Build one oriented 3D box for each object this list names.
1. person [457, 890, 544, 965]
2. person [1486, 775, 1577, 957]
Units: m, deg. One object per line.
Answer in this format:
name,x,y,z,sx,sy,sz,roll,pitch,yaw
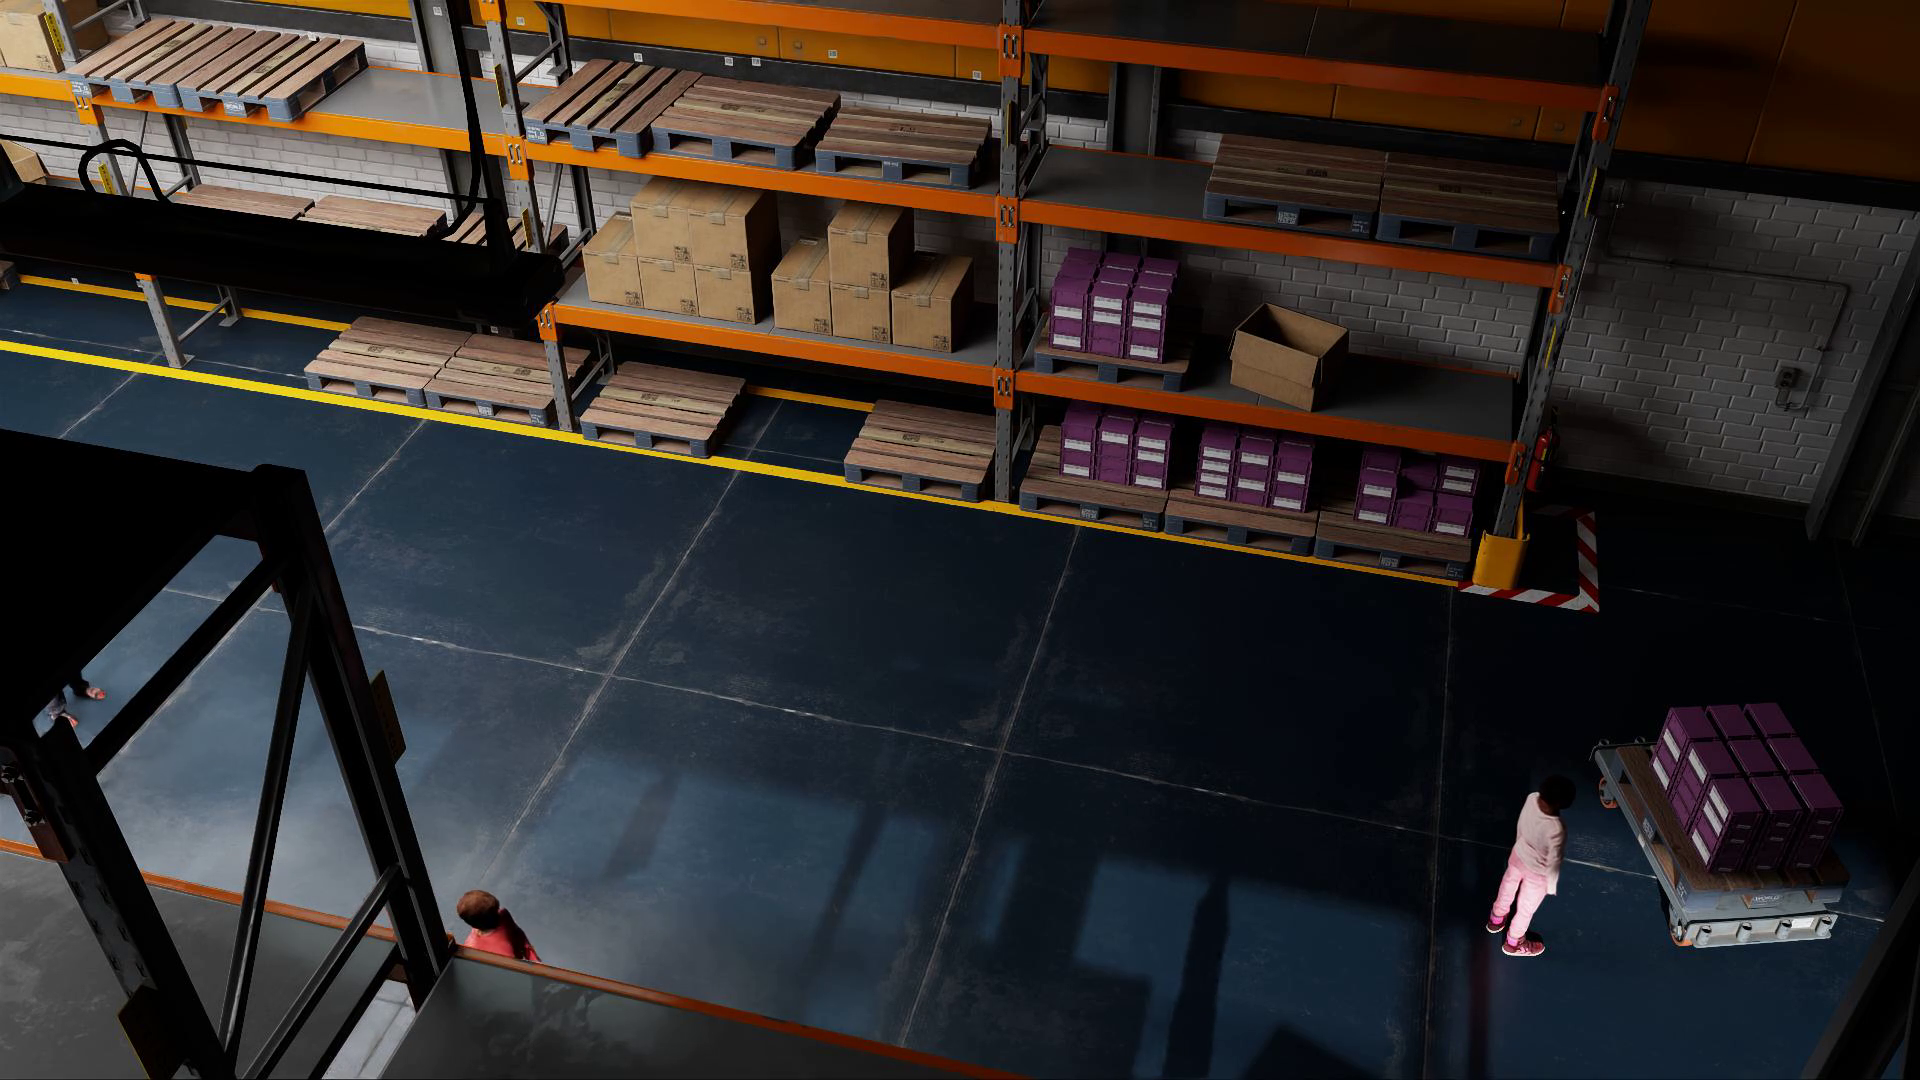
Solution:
person,-2.659,2.434,9.435,0.948,1.396,0.553,11,40,14
person,3.460,1.928,10.028,0.638,1.445,0.624,-10,40,-12
